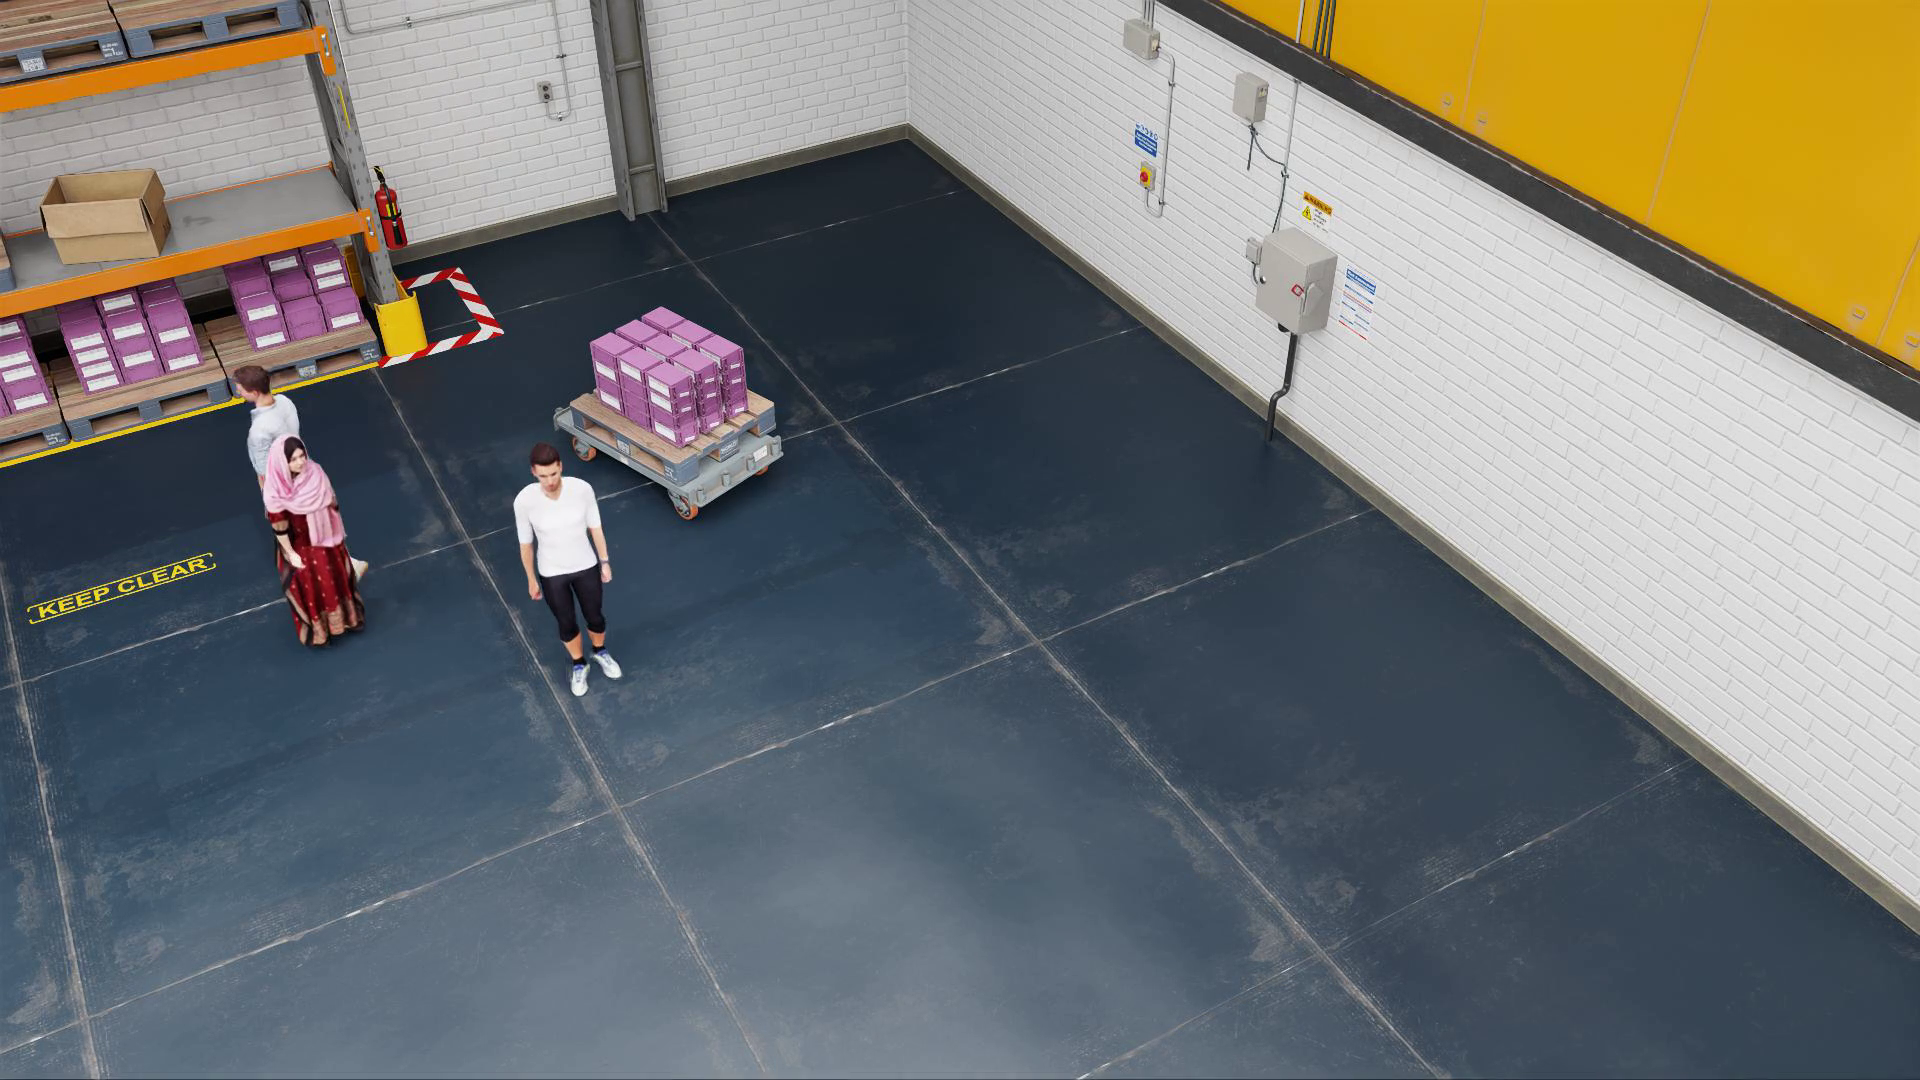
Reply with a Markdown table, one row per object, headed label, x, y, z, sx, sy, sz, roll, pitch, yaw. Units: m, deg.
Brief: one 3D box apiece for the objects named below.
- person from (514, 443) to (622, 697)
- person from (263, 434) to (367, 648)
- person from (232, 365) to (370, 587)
| label | x | y | z | sx | sy | sz | roll | pitch | yaw |
| --- | --- | --- | --- | --- | --- | --- | --- | --- | --- |
| person | -2.462 | 0.146 | 10.419 | 0.638 | 1.845 | 0.798 | -13 | 40 | -16 |
| person | -4.223 | -0.007 | 10.778 | 0.833 | 1.637 | 0.674 | 25 | 45 | 28 |
| person | -4.378 | -0.350 | 11.051 | 1.056 | 1.833 | 0.927 | 1 | 39 | 2 |
